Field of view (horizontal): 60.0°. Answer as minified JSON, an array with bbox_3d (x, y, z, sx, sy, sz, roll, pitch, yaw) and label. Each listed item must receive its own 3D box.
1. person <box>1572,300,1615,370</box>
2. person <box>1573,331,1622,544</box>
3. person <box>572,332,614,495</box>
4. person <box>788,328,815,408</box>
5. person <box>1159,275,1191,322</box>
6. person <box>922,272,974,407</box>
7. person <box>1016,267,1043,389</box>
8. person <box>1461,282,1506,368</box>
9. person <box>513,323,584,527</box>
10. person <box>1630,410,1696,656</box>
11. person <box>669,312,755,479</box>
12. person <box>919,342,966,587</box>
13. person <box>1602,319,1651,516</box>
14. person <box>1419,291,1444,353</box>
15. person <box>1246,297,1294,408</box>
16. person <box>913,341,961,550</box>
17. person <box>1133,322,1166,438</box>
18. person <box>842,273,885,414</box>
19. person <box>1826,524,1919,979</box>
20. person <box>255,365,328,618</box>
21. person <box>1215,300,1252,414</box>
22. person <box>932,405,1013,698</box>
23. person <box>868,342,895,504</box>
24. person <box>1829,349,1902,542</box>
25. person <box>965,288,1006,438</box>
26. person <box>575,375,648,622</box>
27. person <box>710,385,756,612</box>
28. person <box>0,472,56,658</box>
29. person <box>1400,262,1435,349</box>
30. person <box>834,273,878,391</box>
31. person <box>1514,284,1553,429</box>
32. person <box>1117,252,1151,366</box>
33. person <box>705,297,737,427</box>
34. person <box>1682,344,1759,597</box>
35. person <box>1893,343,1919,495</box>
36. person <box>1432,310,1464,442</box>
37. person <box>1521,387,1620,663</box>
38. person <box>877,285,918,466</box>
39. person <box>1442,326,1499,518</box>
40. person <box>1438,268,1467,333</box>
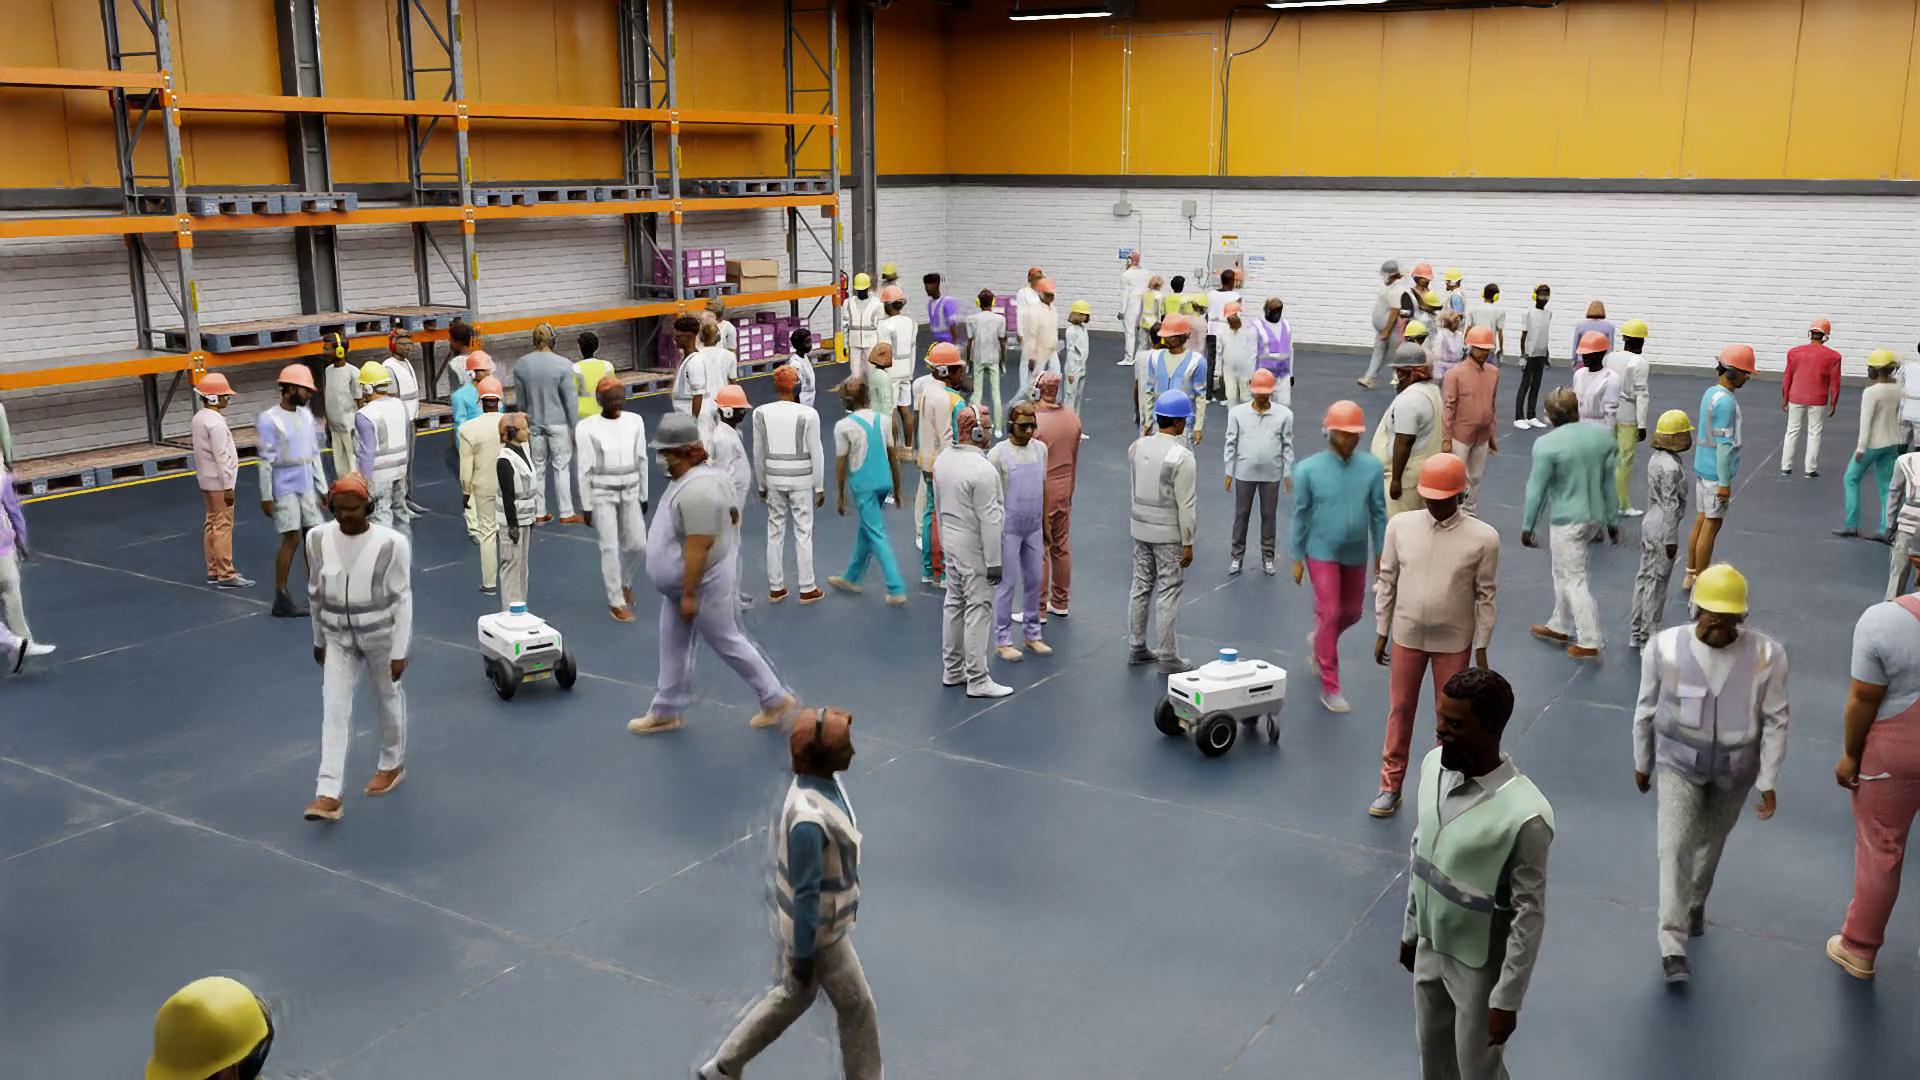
[{"bbox_3d":[8.341,-2.346,21.923,0.524,1.604,0.705,6,14,25],"label":"person"},{"bbox_3d":[5.694,-0.930,15.088,0.382,1.928,0.545,-5,14,-21],"label":"person"},{"bbox_3d":[-3.808,-1.303,17.212,0.532,1.696,0.318,-9,16,-35],"label":"person"},{"bbox_3d":[-1.698,-1.412,17.705,0.321,1.692,0.537,1,13,5],"label":"person"},{"bbox_3d":[3.286,-3.175,25.332,0.539,1.695,0.318,10,16,36],"label":"person"},{"bbox_3d":[-0.187,-2.722,22.861,0.664,1.928,0.638,-8,15,-32],"label":"person"},{"bbox_3d":[1.087,-3.037,24.328,0.573,1.883,0.356,-8,15,-30],"label":"person"},{"bbox_3d":[6.956,-2.505,22.163,0.546,1.829,0.744,4,14,18],"label":"person"},{"bbox_3d":[-3.882,-1.082,15.723,0.632,1.940,0.372,4,13,15],"label":"person"},{"bbox_3d":[4.938,-0.046,11.655,0.292,1.745,0.486,2,13,8],"label":"person"},{"bbox_3d":[-2.698,-1.508,17.777,1.040,1.841,0.640,3,13,12],"label":"person"},{"bbox_3d":[-0.139,-0.614,13.569,0.382,1.995,0.612,-3,13,-14],"label":"person"},{"bbox_3d":[6.493,-1.196,16.243,0.379,1.924,0.594,-5,14,-21],"label":"person"},{"bbox_3d":[6.256,-2.498,22.369,0.466,1.702,0.503,8,15,30],"label":"person"},{"bbox_3d":[3.713,-1.987,19.879,0.658,1.839,0.430,-6,14,-24],"label":"person"},{"bbox_3d":[-0.191,-0.841,14.827,0.514,1.872,0.332,-9,16,-34],"label":"person"},{"bbox_3d":[1.954,-1.258,16.676,0.338,1.857,0.525,-12,18,-43],"label":"person"},{"bbox_3d":[-1.320,-2.674,22.675,0.585,1.918,0.377,2,13,7],"label":"person"},{"bbox_3d":[4.047,0.869,7.038,0.679,2.000,0.537,2,13,8],"label":"person"},{"bbox_3d":[-5.139,-0.381,12.780,0.406,1.898,0.668,4,14,18],"label":"person"},{"bbox_3d":[3.464,-2.118,20.670,0.582,1.727,0.521,5,14,22],"label":"person"},{"bbox_3d":[0.094,0.070,10.794,0.409,1.907,0.651,-8,15,-30],"label":"person"},{"bbox_3d":[-0.783,-1.187,16.847,0.279,1.633,0.504,-4,14,-17],"label":"person"},{"bbox_3d":[8.302,-0.863,15.157,0.571,1.745,0.642,-7,15,-27],"label":"person"},{"bbox_3d":[0.322,-2.199,20.749,0.517,1.860,0.317,0,13,-1],"label":"person"},{"bbox_3d":[-2.616,-0.321,12.571,0.597,1.870,0.441,-9,16,-35],"label":"person"},{"bbox_3d":[-1.752,-0.326,12.853,0.330,1.750,0.560,-2,13,-7],"label":"person"},{"bbox_3d":[-6.593,0.094,11.341,0.668,1.611,0.356,-12,18,-43],"label":"person"},{"bbox_3d":[6.389,-2.843,23.171,0.607,2.032,0.411,-9,16,-34],"label":"person"},{"bbox_3d":[-1.395,-2.975,24.234,0.930,1.795,0.520,-2,13,-7],"label":"person"},{"bbox_3d":[7.433,-2.368,21.462,0.521,1.865,0.319,-7,15,-28],"label":"person"},{"bbox_3d":[2.895,-3.877,27.930,0.639,1.903,0.407,-10,16,-37],"label":"person"},{"bbox_3d":[-2.871,-1.960,19.741,0.506,1.844,0.345,8,15,30],"label":"person"},{"bbox_3d":[6.007,-0.530,13.118,0.394,2.033,0.615,3,13,13],"label":"person"},{"bbox_3d":[9.769,-1.238,16.955,0.320,1.686,0.539,-6,14,-26],"label":"person"},{"bbox_3d":[5.969,-2.009,20.419,0.554,1.618,0.417,-10,16,-38],"label":"person"},{"bbox_3d":[4.253,-0.119,11.636,0.648,1.888,0.855,-6,14,-26],"label":"person"},{"bbox_3d":[-0.752,-1.856,18.849,0.373,2.042,0.614,10,16,36],"label":"person"},{"bbox_3d":[4.597,-0.935,14.966,0.622,1.989,0.399,-6,14,-26],"label":"person"},{"bbox_3d":[7.382,-3.159,24.970,0.404,1.827,0.600,4,14,16],"label":"person"}]
